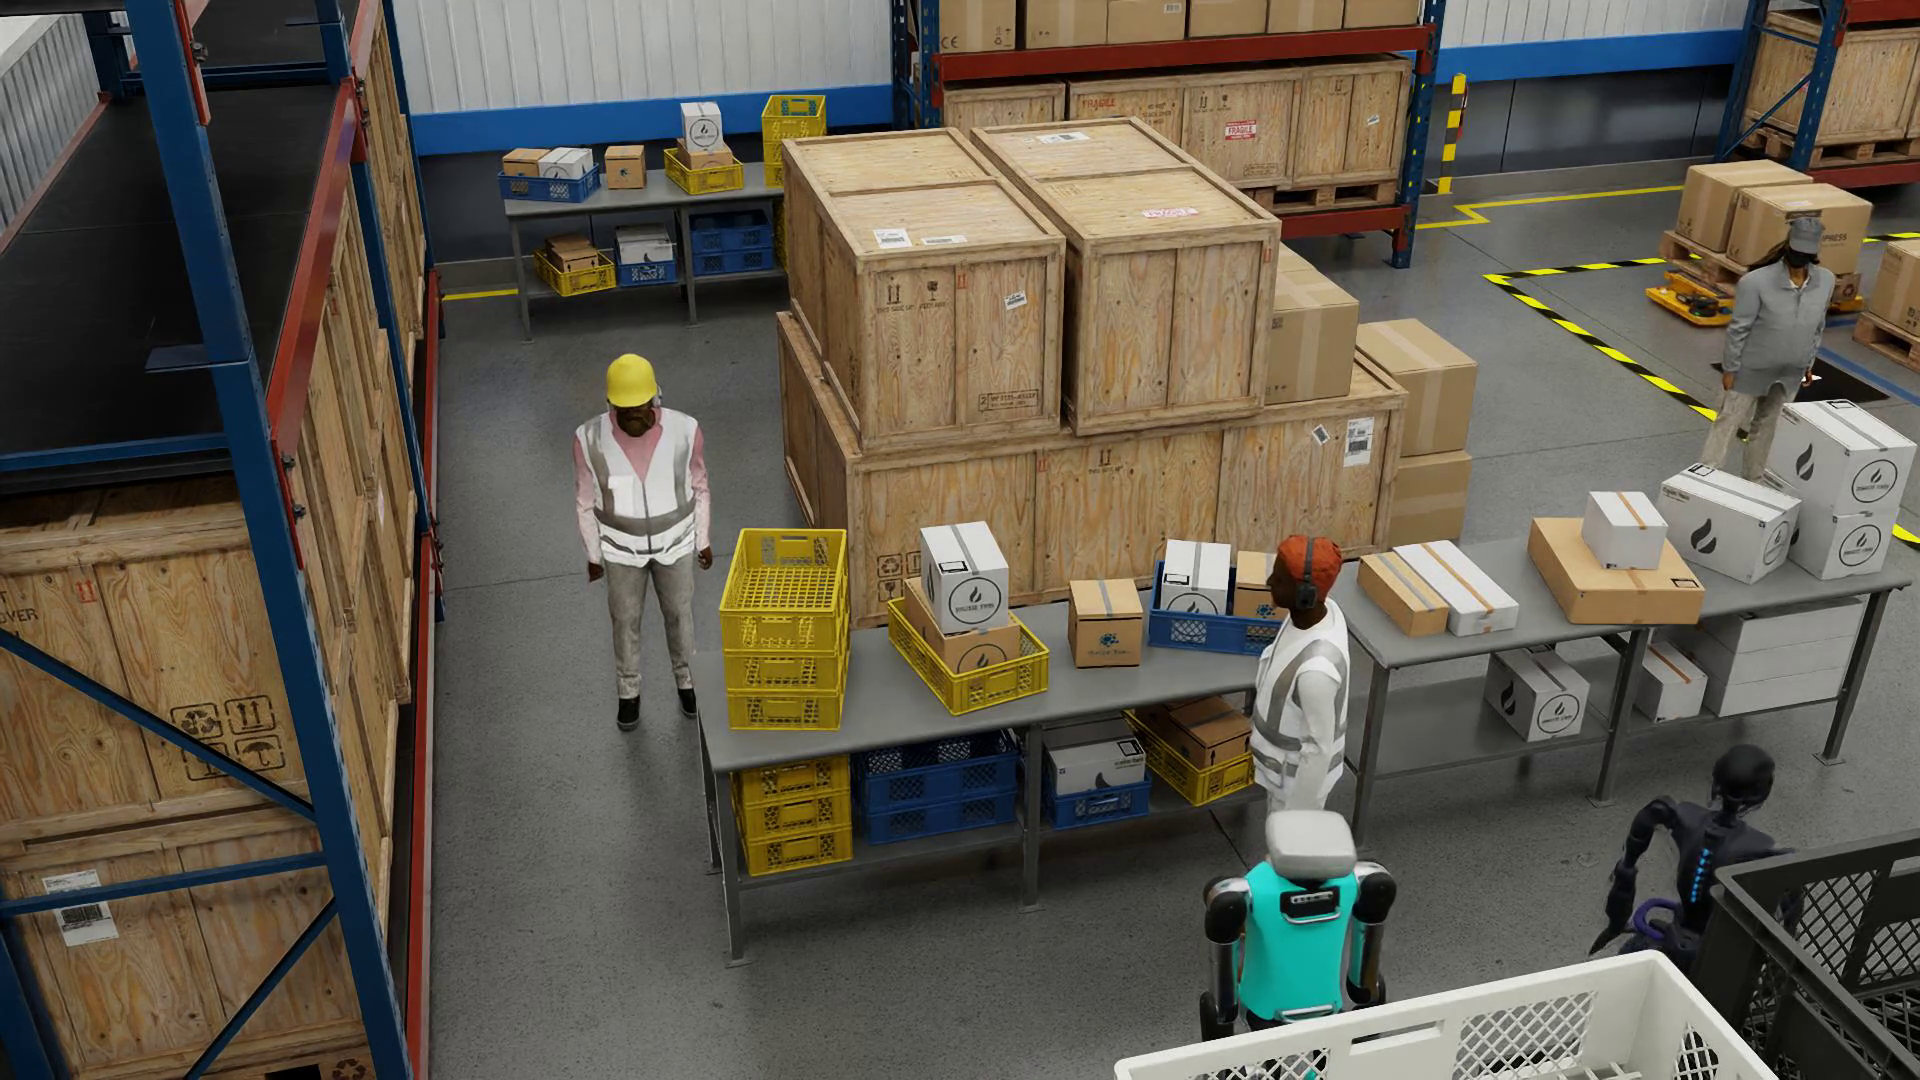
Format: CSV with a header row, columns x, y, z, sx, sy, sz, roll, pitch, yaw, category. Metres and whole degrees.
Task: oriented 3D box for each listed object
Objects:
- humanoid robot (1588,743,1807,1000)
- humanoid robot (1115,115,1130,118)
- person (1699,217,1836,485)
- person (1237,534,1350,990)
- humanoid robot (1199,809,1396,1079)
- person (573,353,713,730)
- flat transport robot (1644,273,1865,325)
x,y,z,sx,sy,sz,roll,pitch,yaw,category
2.281,1.356,5.248,0.611,1.636,0.761,23,36,35,humanoid robot
1.117,-2.134,11.575,0.786,1.623,0.602,-8,30,-13,humanoid robot
4.520,-0.966,9.315,0.568,1.766,0.398,-4,29,-7,person
1.189,0.820,5.955,0.347,1.881,0.576,4,29,7,person
0.967,1.604,4.583,0.532,1.689,0.741,-5,29,-9,humanoid robot
-1.400,0.012,7.472,0.591,1.832,0.404,-7,30,-12,person
5.972,-1.875,12.491,1.431,0.197,0.652,-7,30,-13,flat transport robot
